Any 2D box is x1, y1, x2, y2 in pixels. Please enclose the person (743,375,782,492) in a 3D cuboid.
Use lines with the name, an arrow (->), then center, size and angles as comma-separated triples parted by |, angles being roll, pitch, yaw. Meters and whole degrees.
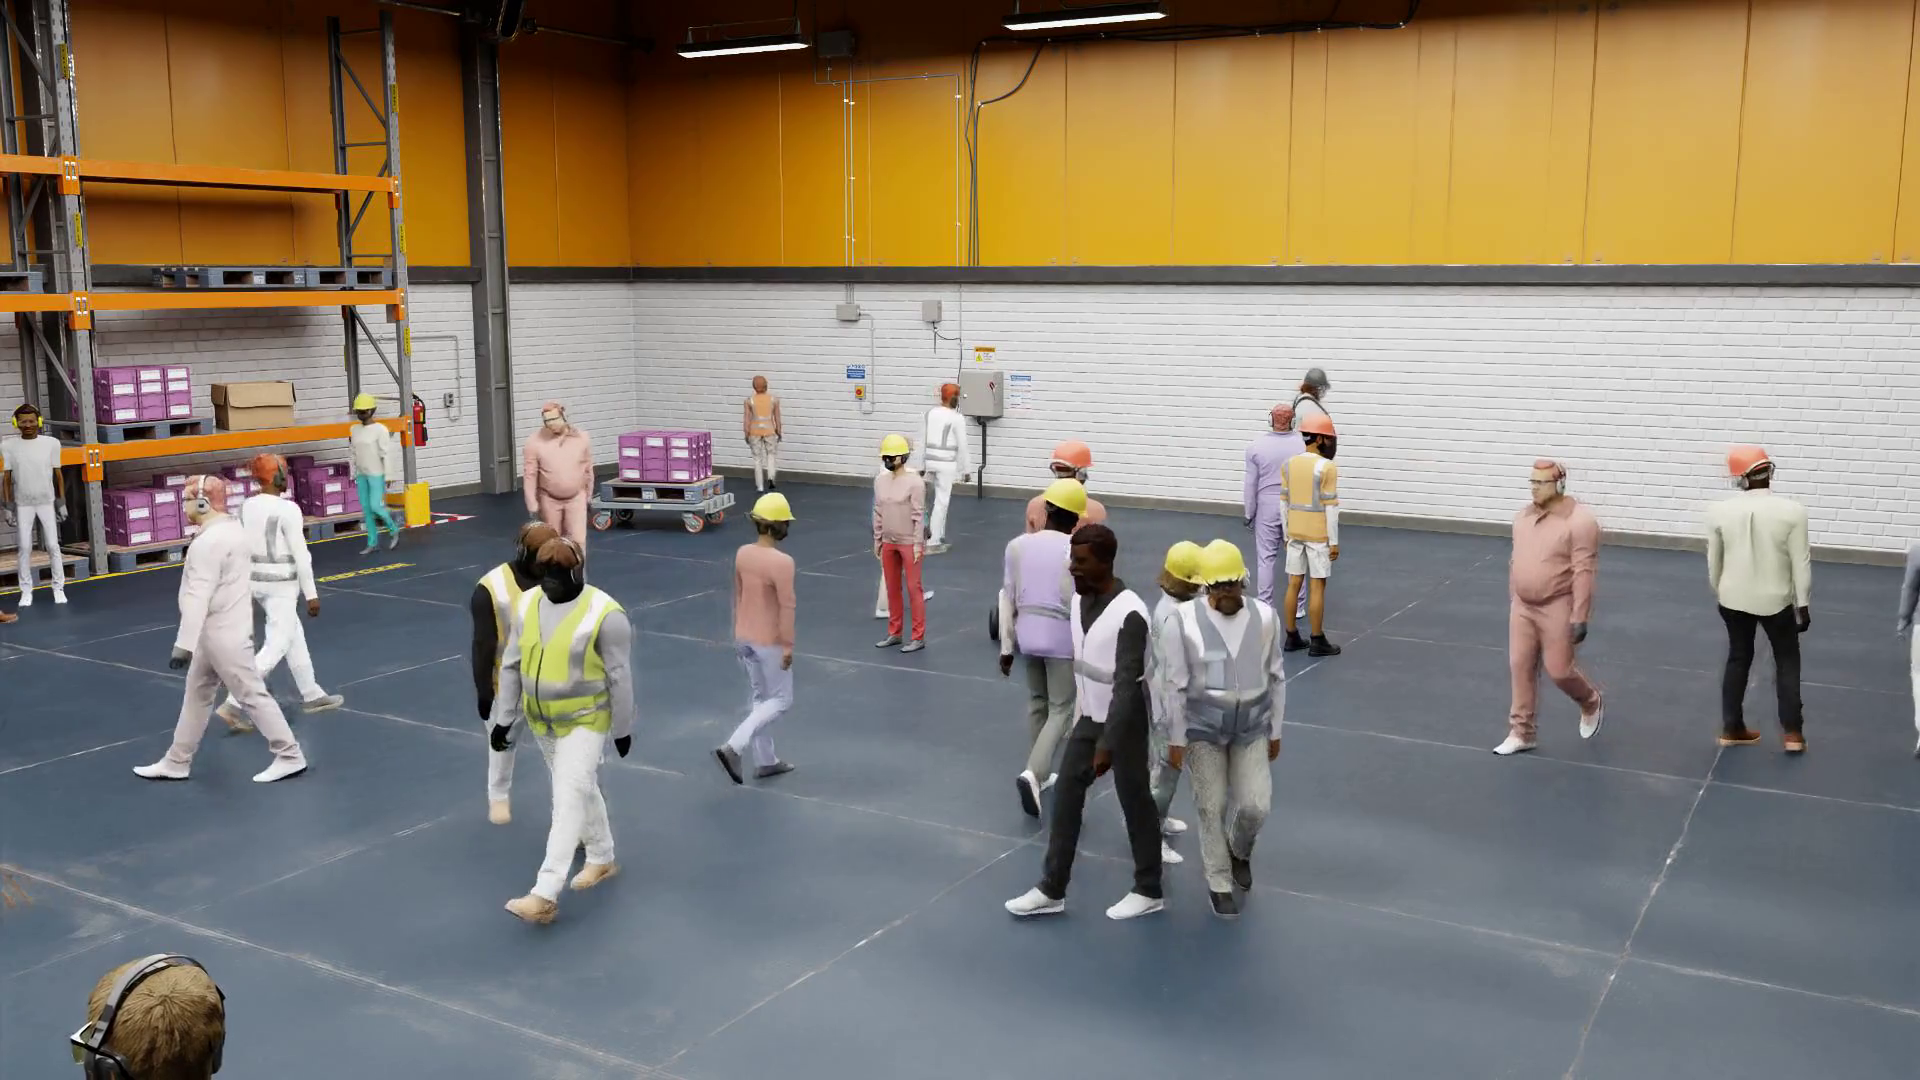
person -> -2.737, -1.466, 23.037 | 0.542, 1.623, 0.364 | -2, 9, -11

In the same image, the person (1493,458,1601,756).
person -> 3.739, 0.416, 10.498 | 0.730, 1.888, 0.653 | -6, 11, -32

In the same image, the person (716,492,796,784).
person -> -1.209, 0.598, 9.811 | 0.581, 1.753, 0.533 | -9, 13, -43

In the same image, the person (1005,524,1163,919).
person -> 0.605, 0.869, 7.692 | 0.863, 1.880, 0.607 | -5, 10, -28

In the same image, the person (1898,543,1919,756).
person -> 6.218, 0.553, 10.493 | 0.499, 1.609, 0.738 | 4, 10, 22

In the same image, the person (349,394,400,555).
person -> -6.361, -0.706, 17.947 | 0.525, 1.755, 0.389 | 4, 10, 26

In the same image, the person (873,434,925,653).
person -> -0.498, 0.025, 13.350 | 0.518, 1.756, 0.348 | 7, 11, 37

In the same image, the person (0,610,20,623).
person -> -8.544, -0.147, 14.012 | 0.627, 1.908, 0.934 | 8, 12, 41

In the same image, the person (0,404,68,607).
person -> -8.452, -0.321, 15.201 | 0.515, 1.860, 0.317 | -5, 10, -28

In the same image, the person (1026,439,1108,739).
person -> 0.705, 0.349, 10.595 | 0.619, 1.990, 0.398 | 7, 11, 36

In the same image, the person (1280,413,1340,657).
person -> 2.801, -0.043, 13.234 | 0.375, 1.931, 0.542 | -7, 11, -37

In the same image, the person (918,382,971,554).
person -> -0.135, -0.781, 18.049 | 0.692, 1.860, 0.592 | -9, 12, -43

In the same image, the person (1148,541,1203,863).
person -> 1.102, 0.819, 8.566 | 0.411, 1.697, 0.625 | 2, 9, 15

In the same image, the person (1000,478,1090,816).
person -> 0.476, 0.595, 9.403 | 0.594, 1.888, 0.784 | 6, 11, 31

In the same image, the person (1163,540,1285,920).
person -> 1.248, 0.882, 7.847 | 0.599, 1.807, 0.428 | -1, 9, -8

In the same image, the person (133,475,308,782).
person -> -4.395, 0.542, 9.824 | 0.996, 1.853, 0.654 | -2, 9, -15

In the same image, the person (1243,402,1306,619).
person -> 2.806, -0.249, 14.592 | 0.641, 1.910, 0.401 | 1, 9, 5

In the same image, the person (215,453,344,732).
person -> -4.629, 0.335, 11.164 | 0.590, 1.851, 0.954 | 6, 11, 33

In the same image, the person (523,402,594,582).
person -> -3.701, -0.357, 15.402 | 0.667, 1.861, 0.711 | -3, 10, -20

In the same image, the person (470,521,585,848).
person -> -2.288, 0.752, 8.908 | 0.640, 1.739, 1.112 | -5, 11, -30

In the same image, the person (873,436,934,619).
person -> -0.470, -0.120, 14.748 | 0.846, 1.600, 0.525 | -8, 12, -40

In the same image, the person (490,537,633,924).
person -> -1.930, 0.884, 7.898 | 0.627, 1.788, 0.971 | 5, 10, 28

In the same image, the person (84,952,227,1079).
person -> -1.282, 1.623, 2.805 | 0.371, 1.940, 0.627 | 4, 10, 21

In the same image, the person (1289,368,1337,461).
person -> 3.933, -0.956, 18.586 | 0.535, 2.000, 0.775 | 1, 9, 4

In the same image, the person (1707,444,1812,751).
person -> 5.104, 0.376, 10.531 | 0.711, 1.956, 0.498 | 9, 13, 44

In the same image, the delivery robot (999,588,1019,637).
delivery robot -> 0.491, 0.550, 13.520 | 0.477, 0.478, 0.707 | 0, 9, 0
